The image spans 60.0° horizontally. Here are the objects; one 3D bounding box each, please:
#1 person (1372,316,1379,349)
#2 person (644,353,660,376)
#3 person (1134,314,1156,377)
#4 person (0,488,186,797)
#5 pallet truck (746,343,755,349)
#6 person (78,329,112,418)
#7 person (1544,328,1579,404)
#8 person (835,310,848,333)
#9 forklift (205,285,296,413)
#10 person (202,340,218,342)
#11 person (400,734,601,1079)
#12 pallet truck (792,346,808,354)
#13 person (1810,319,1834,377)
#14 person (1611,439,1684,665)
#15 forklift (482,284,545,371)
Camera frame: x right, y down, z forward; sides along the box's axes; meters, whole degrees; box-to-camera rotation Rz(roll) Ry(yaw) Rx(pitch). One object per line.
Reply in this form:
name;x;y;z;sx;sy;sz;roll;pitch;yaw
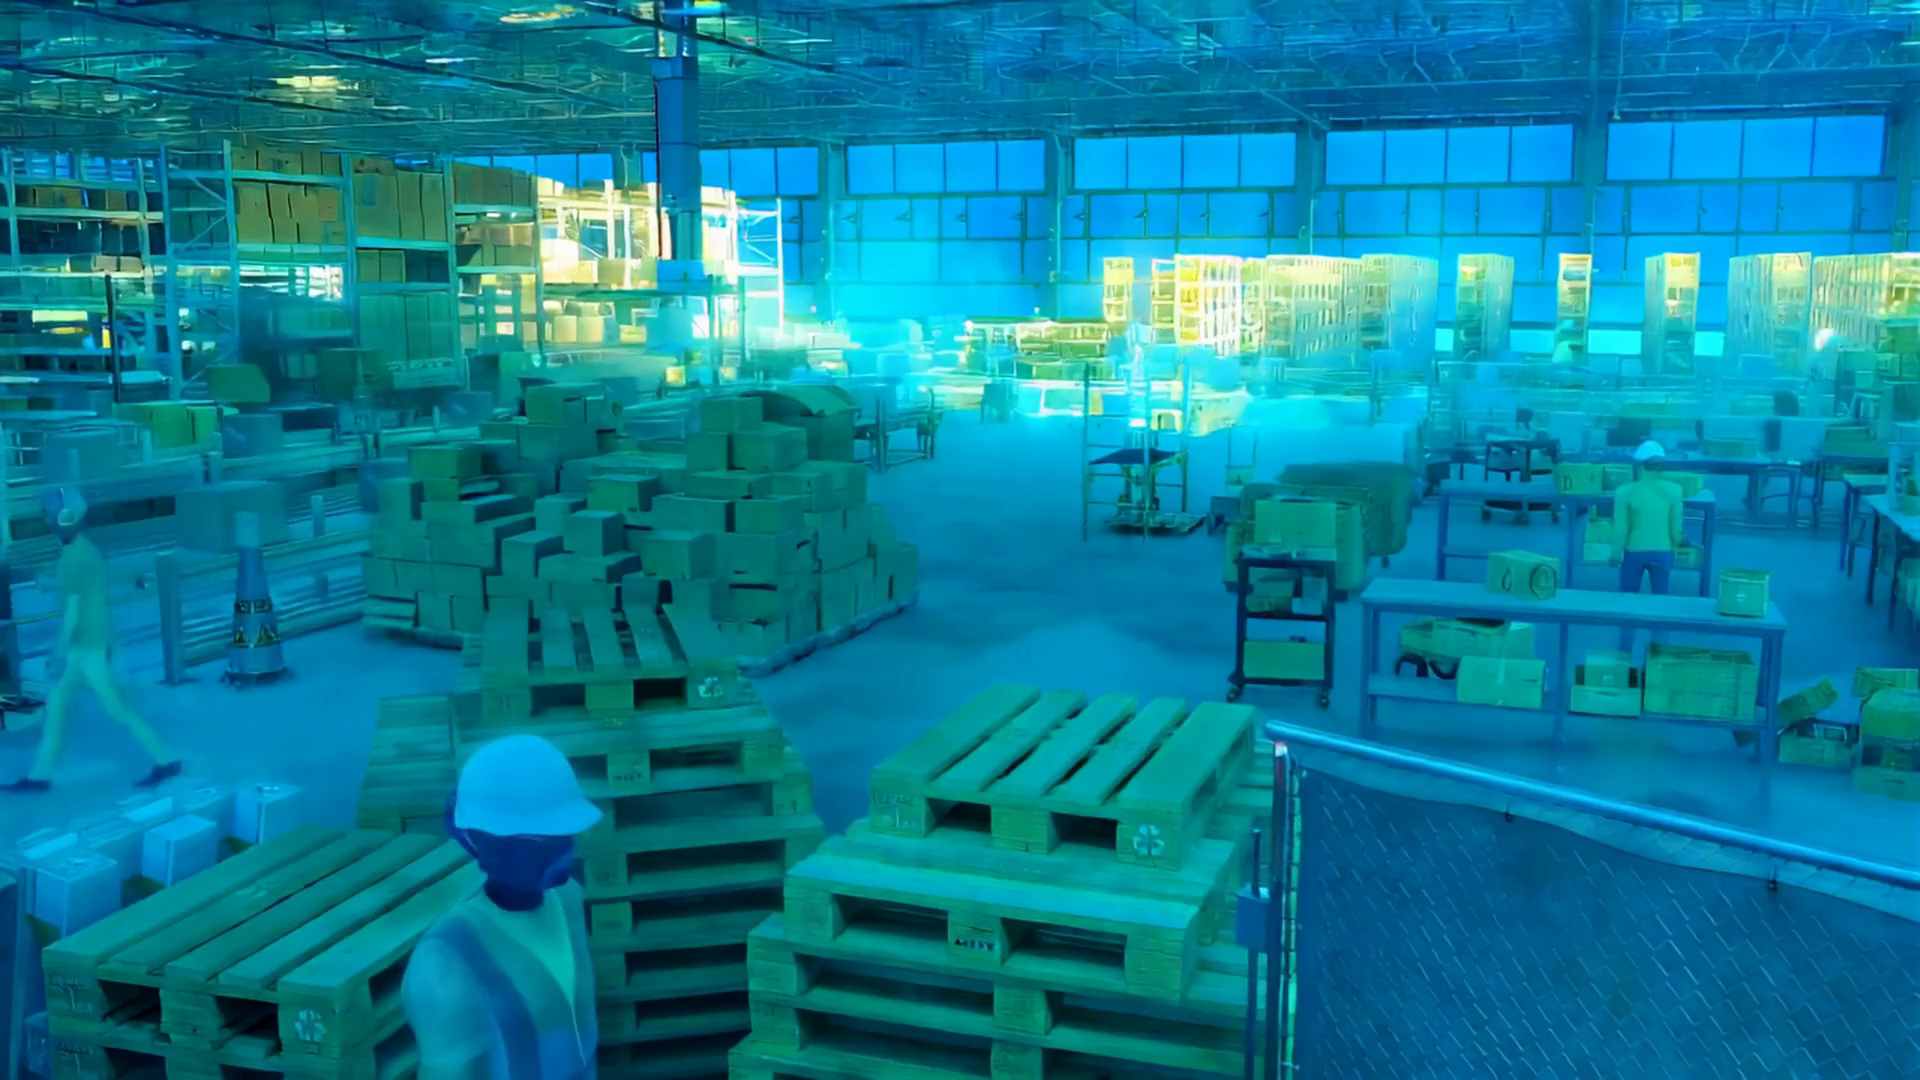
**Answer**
person;13.155;-6.322;52.641;0.434;1.977;0.611;3;10;19
person;-8.242;-4.897;44.737;0.507;1.632;0.272;0;9;0
person;5.420;-5.681;48.865;0.649;1.889;0.616;0;9;0
person;-5.099;0.595;9.702;1.014;1.821;0.536;-4;10;-25
pallet truck;-6.183;-4.618;44.264;1.601;1.201;0.680;-9;12;-43
person;-18.371;-3.522;35.283;1.008;1.890;0.646;1;9;5
person;14.175;-4.061;38.971;0.774;1.806;0.600;3;10;20
person;-4.530;-7.884;63.172;0.511;1.721;0.554;-6;11;-34
forklift;-15.402;-4.170;36.274;1.873;2.768;1.129;-8;12;-41
person;-23.225;-6.093;51.380;0.578;1.904;0.853;5;10;27
person;-0.957;1.429;3.733;0.378;2.045;0.605;2;9;13
pallet truck;-3.705;-4.298;42.022;0.653;1.274;1.630;3;10;20
person;24.144;-5.283;46.639;0.765;1.810;0.608;-3;10;-18
person;5.330;0.101;12.933;0.525;1.772;0.306;0;9;2
forklift;-10.832;-4.702;39.610;1.129;2.768;1.873;3;10;20
